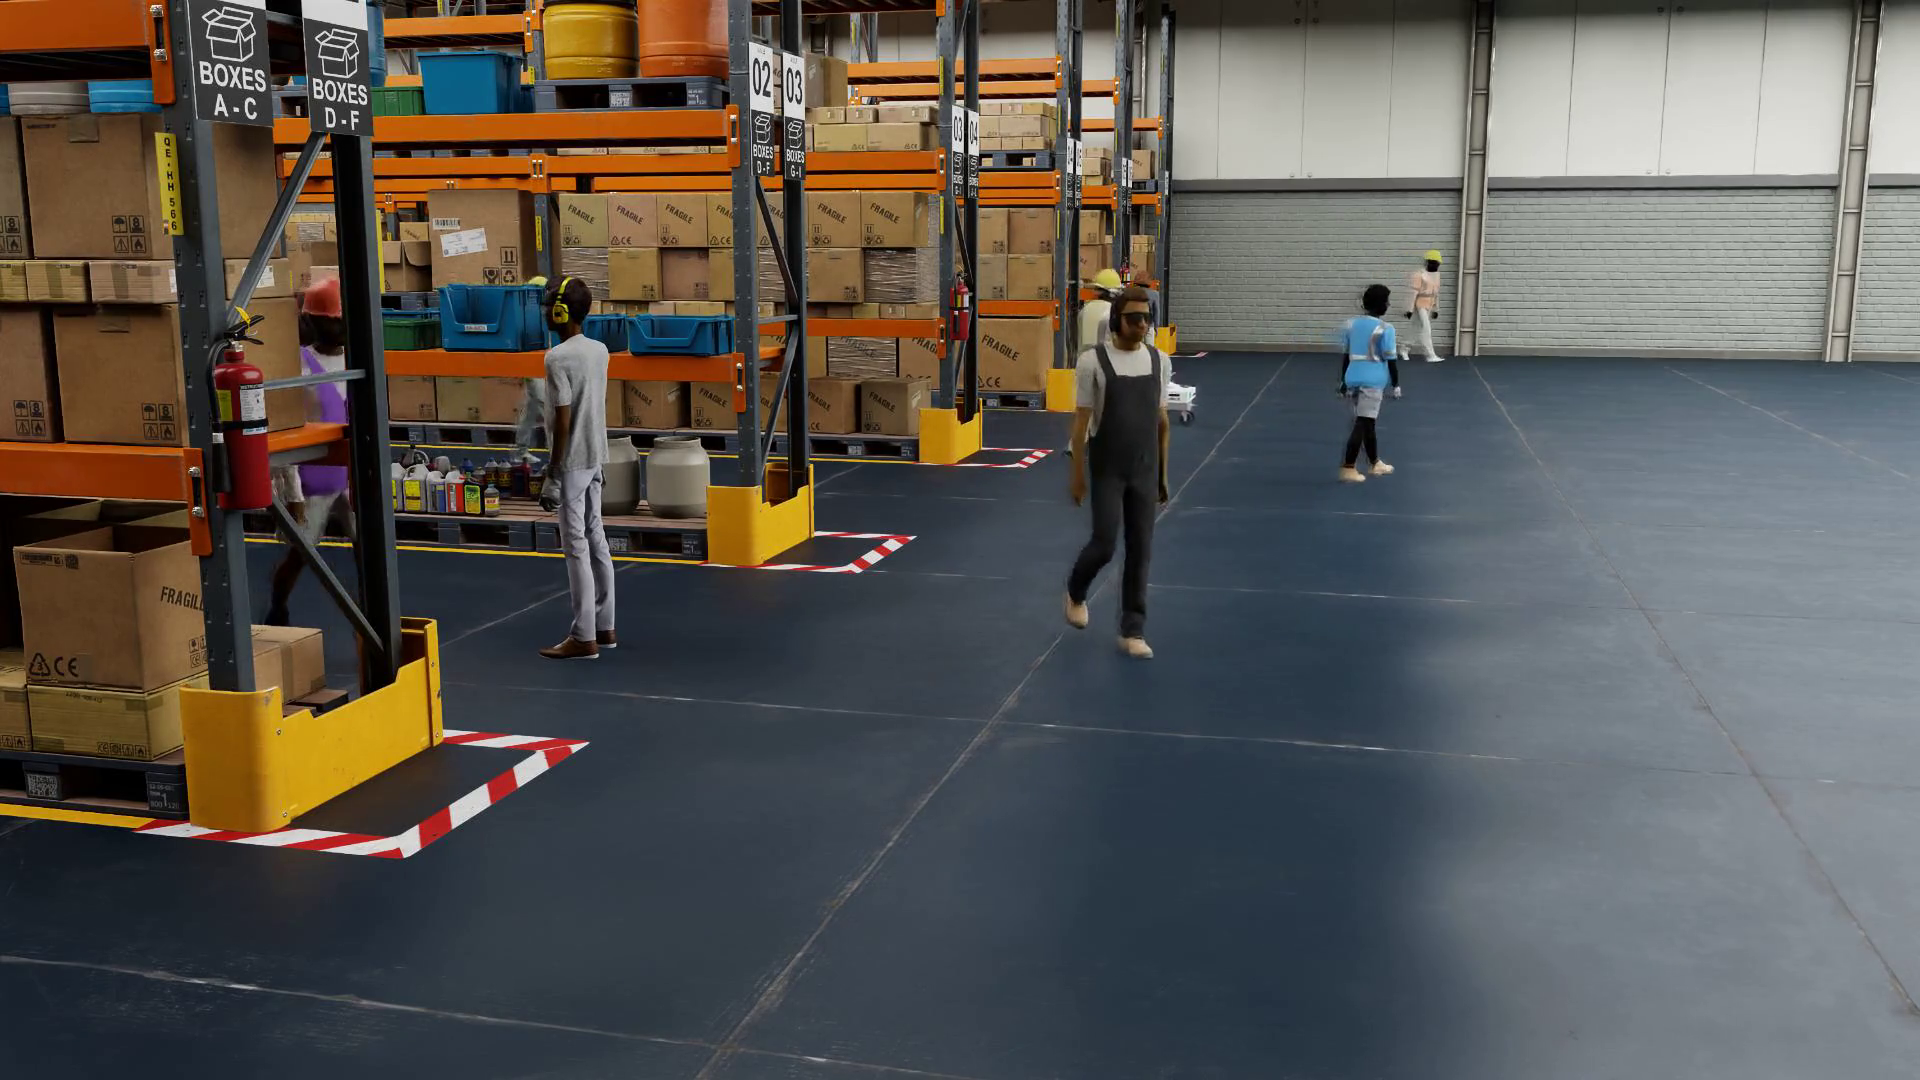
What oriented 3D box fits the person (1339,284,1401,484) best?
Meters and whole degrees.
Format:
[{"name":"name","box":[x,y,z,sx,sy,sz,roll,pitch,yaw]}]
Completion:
[{"name":"person","box":[3.526,-1.314,14.043,0.792,1.656,0.549,-6,12,-29]}]

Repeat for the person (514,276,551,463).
[{"name":"person","box":[-3.740,-1.532,15.131,0.865,1.698,0.512,2,10,12]}]

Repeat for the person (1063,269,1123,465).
[{"name":"person","box":[1.311,-1.569,15.160,0.948,1.790,0.600,-6,12,-28]}]

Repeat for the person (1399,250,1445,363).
[{"name":"person","box":[7.773,-3.935,28.037,0.638,1.873,0.983,-8,13,-39]}]

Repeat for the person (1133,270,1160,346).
[{"name":"person","box":[2.516,-2.919,23.040,0.498,1.634,0.281,0,10,2]}]

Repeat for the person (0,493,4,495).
[{"name":"person","box":[-4.905,-0.460,8.428,1.060,1.984,0.632,2,11,13]}]

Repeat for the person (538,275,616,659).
[{"name":"person","box":[-1.893,-0.351,8.144,0.328,1.876,0.513,3,11,15]}]

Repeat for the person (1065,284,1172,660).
[{"name":"person","box":[0.773,-0.348,8.249,0.510,1.833,0.614,-4,11,-21]}]

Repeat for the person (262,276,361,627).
[{"name":"person","box":[-3.051,-0.313,7.929,1.015,1.889,0.557,7,12,33]}]

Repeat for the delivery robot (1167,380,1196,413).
[{"name":"delivery robot","box":[2.248,-1.596,18.437,0.707,0.478,0.477,3,11,16]}]

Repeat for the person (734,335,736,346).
[{"name":"person","box":[-2.515,-2.189,18.819,0.318,1.697,0.534,7,12,34]}]
